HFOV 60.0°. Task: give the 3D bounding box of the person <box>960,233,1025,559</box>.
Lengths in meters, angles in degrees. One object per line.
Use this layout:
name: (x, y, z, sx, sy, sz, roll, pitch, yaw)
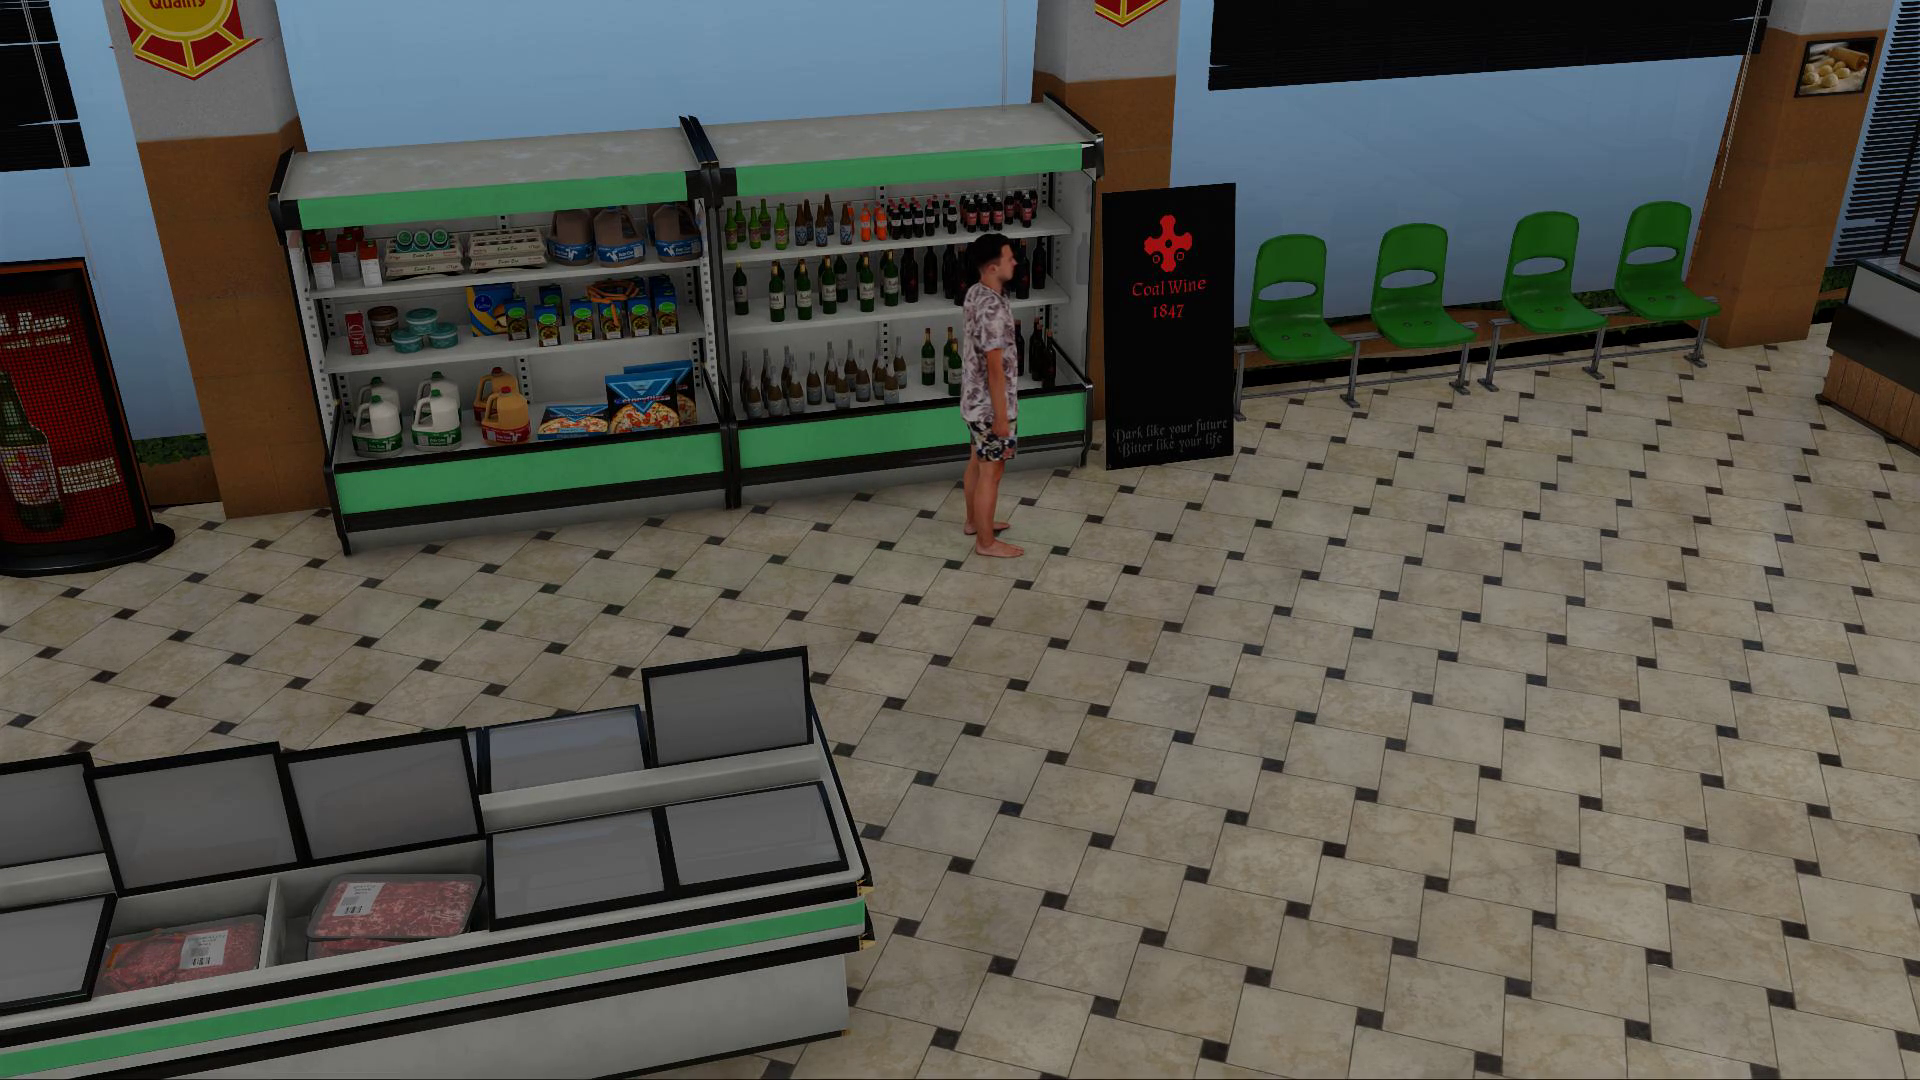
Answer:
person: (0.148, -0.794, 9.089, 0.571, 1.816, 0.675, -5, 29, -9)
